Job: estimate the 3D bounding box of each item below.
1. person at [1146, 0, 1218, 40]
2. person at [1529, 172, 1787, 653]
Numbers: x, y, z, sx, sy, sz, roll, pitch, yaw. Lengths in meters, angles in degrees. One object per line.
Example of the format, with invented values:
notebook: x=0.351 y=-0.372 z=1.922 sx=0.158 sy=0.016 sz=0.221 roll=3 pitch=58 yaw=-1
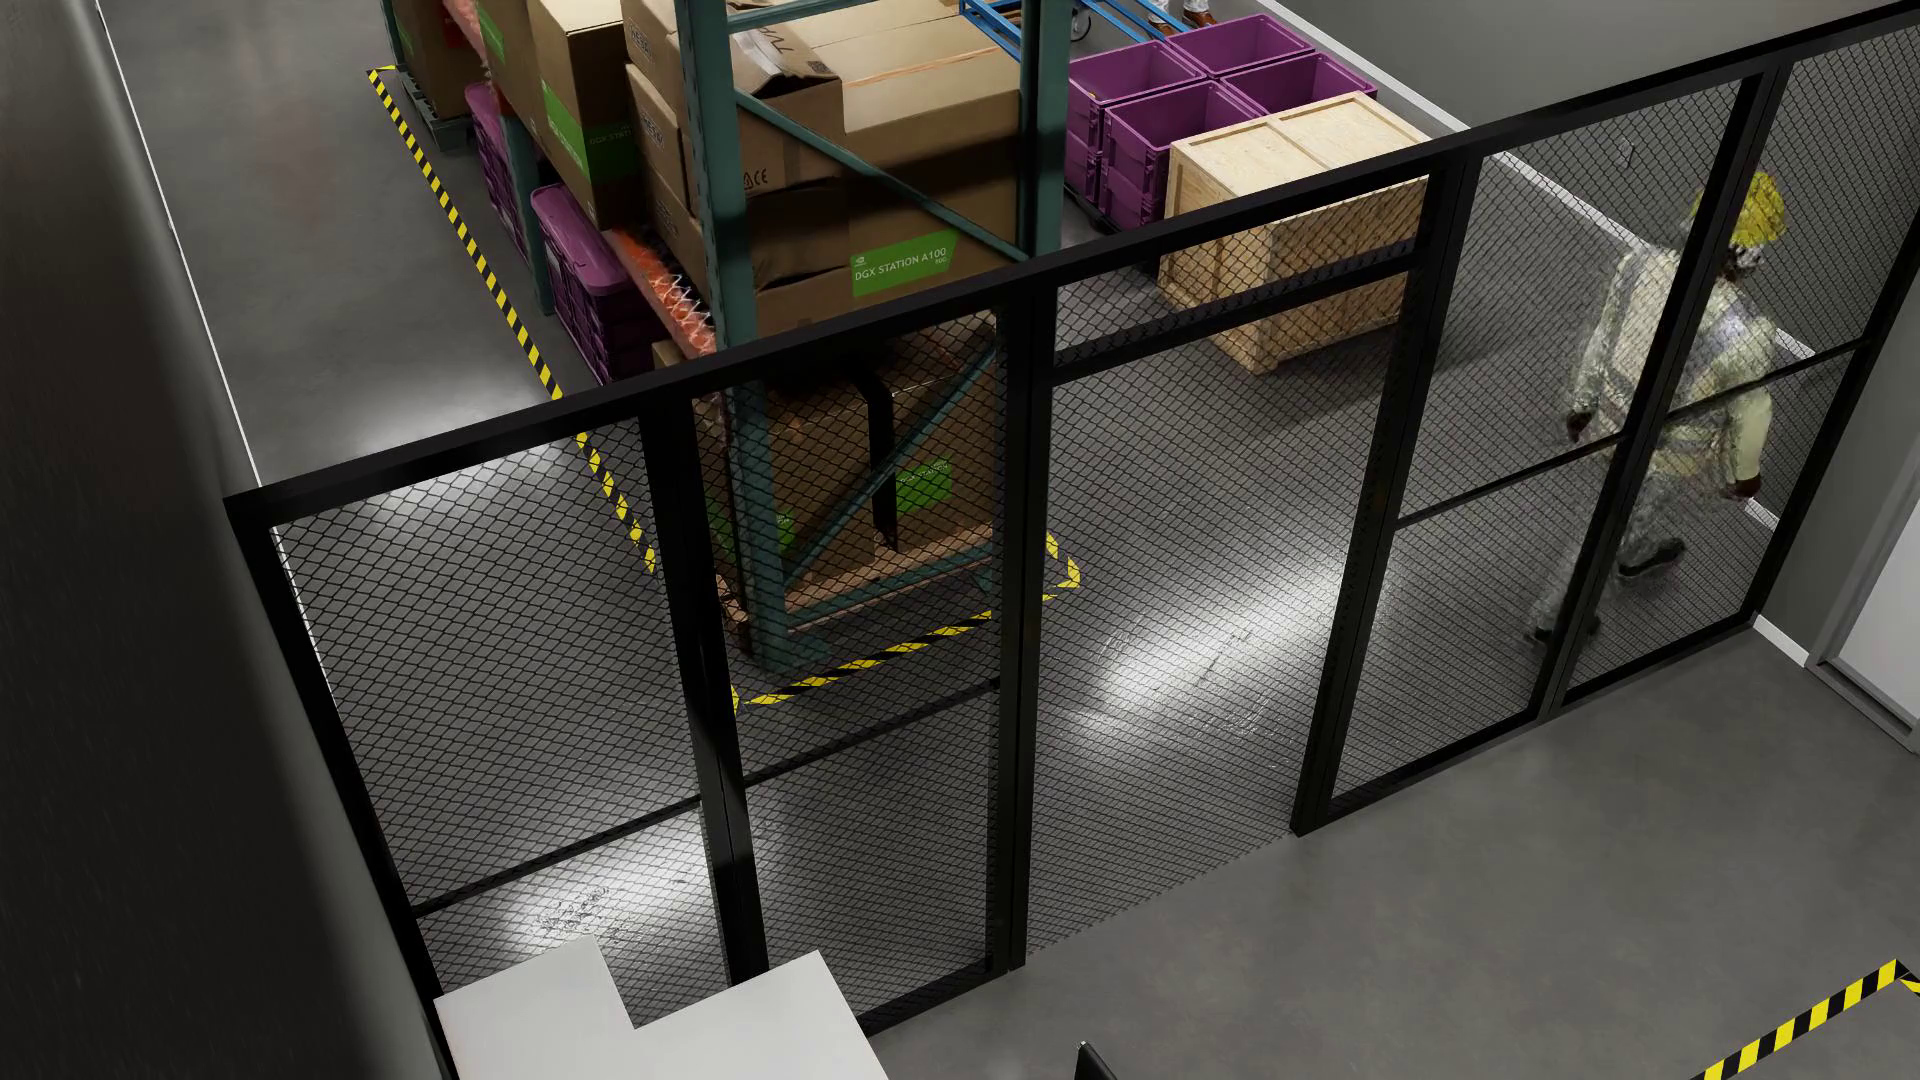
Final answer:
person: x=1.277 y=-3.622 z=8.907 sx=0.638 sy=1.938 sz=0.357 roll=-22 pitch=47 yaw=-22
person: x=2.394 y=-0.393 z=5.480 sx=0.862 sy=1.795 sz=0.602 roll=-14 pitch=44 yaw=-15
